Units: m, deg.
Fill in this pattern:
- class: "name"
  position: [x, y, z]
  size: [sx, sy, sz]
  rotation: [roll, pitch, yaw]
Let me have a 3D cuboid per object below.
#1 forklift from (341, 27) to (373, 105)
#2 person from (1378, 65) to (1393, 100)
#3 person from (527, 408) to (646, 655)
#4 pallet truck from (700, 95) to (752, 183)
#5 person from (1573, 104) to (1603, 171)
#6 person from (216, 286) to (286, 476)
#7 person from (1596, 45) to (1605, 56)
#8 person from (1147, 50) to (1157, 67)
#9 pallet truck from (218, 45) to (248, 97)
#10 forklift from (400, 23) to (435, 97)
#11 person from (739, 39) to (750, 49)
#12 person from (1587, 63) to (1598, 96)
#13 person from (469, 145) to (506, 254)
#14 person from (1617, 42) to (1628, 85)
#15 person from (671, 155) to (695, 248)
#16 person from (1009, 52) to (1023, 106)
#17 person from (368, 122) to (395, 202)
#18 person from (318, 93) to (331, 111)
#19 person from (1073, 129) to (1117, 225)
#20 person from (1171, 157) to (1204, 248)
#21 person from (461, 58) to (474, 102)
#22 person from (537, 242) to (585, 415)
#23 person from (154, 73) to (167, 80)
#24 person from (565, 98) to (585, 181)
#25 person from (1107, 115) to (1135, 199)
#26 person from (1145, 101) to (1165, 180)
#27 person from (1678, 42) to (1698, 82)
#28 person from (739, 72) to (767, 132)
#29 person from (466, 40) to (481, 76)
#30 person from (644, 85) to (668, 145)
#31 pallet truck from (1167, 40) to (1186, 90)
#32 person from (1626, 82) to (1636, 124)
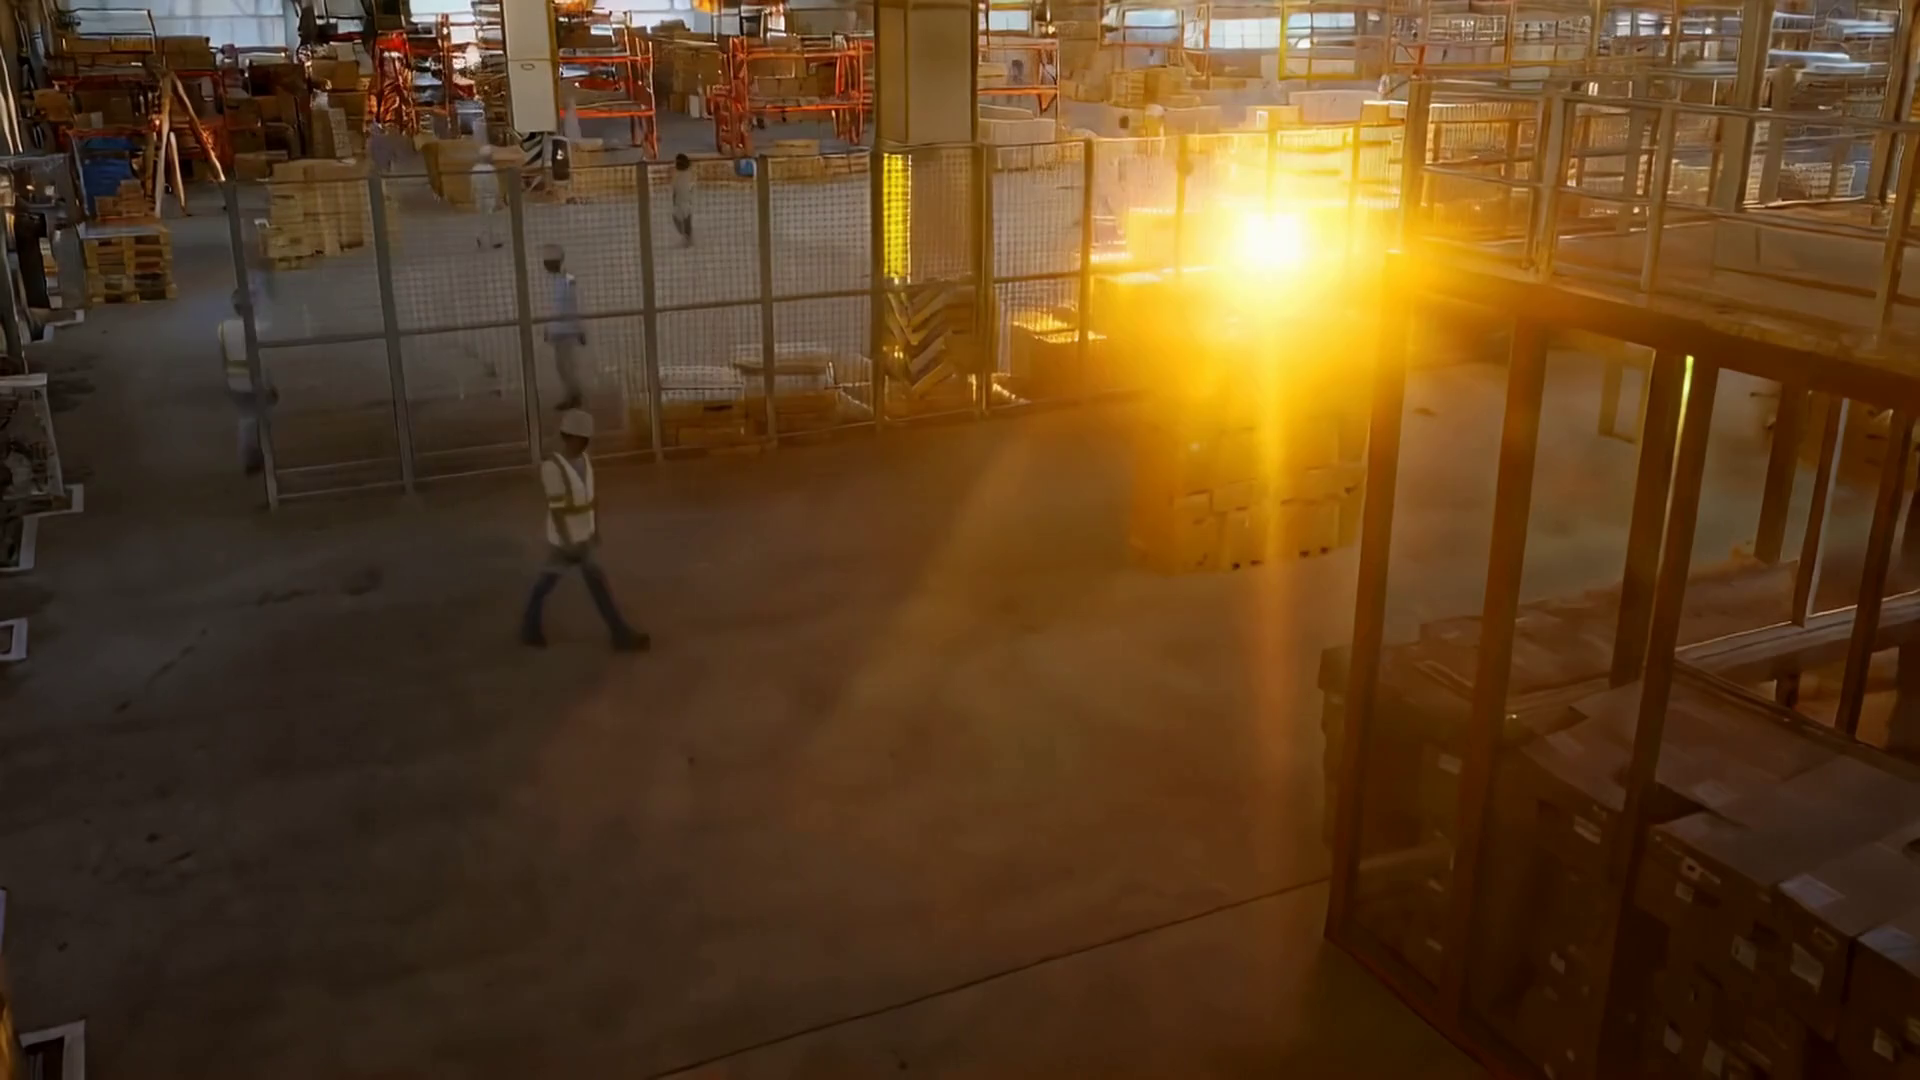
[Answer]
- class: "forklift"
  position: [-22.275, -17.346, 60.954]
  size: [1.873, 2.768, 1.129]
  rotation: [-9, 21, -25]
- class: "person"
  position: [13.667, -14.371, 53.765]
  size: [0.580, 1.937, 0.841]
  rotation: [10, 21, 27]
- class: "person"
  position: [-2.883, -0.065, 12.389]
  size: [1.015, 1.885, 0.547]
  rotation: [11, 22, 28]
- class: "pallet truck"
  position: [-5.836, -9.608, 39.856]
  size: [0.823, 1.965, 1.885]
  rotation: [10, 22, 27]
- class: "person"
  position: [14.257, -8.962, 37.964]
  size: [0.622, 2.005, 0.926]
  rotation: [-8, 20, -21]
- class: "person"
  position: [-7.111, -1.592, 16.715]
  size: [0.625, 1.928, 0.447]
  rotation: [6, 20, 18]
- class: "person"
  position: [29.658, -22.382, 77.131]
  size: [0.574, 1.830, 0.660]
  rotation: [-10, 21, -27]
- class: "person"
  position: [7.853, -19.130, 67.931]
  size: [0.551, 1.677, 0.490]
  rotation: [-10, 21, -27]
- class: "pallet truck"
  position: [-28.879, -18.665, 66.111]
  size: [0.823, 1.965, 1.885]
  rotation: [-3, 19, -9]
- class: "forklift"
  position: [-21.535, -18.997, 65.739]
  size: [1.129, 2.768, 1.873]
  rotation: [-7, 20, -18]
- class: "person"
  position: [-9.497, -21.125, 73.359]
  size: [0.590, 1.920, 0.399]
  rotation: [14, 23, 35]
- class: "person"
  position: [22.444, -16.078, 59.068]
  size: [0.321, 1.694, 0.529]
  rotation: [-2, 19, -6]
- class: "person"
  position: [-8.568, -6.140, 29.963]
  size: [0.586, 1.901, 0.879]
  rotation: [9, 21, 25]
- class: "person"
  position: [28.448, -20.398, 71.237]
  size: [0.626, 1.927, 0.546]
  rotation: [4, 19, 11]
- class: "person"
  position: [-5.033, -6.172, 30.355]
  size: [0.395, 1.684, 0.554]
  rotation: [15, 24, 37]
- class: "person"
  position: [2.060, -17.046, 61.527]
  size: [0.576, 1.919, 0.415]
  rotation: [-11, 22, -30]
- class: "person"
  position: [-12.577, -8.196, 36.183]
  size: [0.538, 1.729, 0.581]
  rotation: [-6, 20, -17]
- class: "person"
  position: [-17.857, -11.928, 46.747]
  size: [0.355, 1.887, 0.573]
  rotation: [-7, 20, -20]
- class: "person"
  position: [2.681, -7.159, 32.899]
  size: [0.851, 1.910, 0.638]
  rotation: [11, 22, 30]
- class: "person"
  position: [3.969, -5.796, 29.119]
  size: [0.982, 1.786, 0.661]
  rotation: [7, 20, 21]
- class: "person"
  position: [-16.951, -15.647, 57.472]
  size: [0.635, 1.928, 0.644]
  rotation: [2, 19, 5]
- class: "person"
  position: [-4.624, -2.410, 19.022]
  size: [0.663, 1.969, 0.649]
  rotation: [18, 26, 42]
- class: "person"
  position: [-27.513, -15.567, 57.326]
  size: [0.936, 1.893, 0.537]
  rotation: [4, 19, 10]
- class: "person"
  position: [-9.164, -9.603, 39.894]
  size: [0.564, 1.967, 0.645]
  rotation: [-11, 22, -28]
- class: "person"
  position: [3.594, -8.565, 37.125]
  size: [0.853, 1.808, 0.617]
  rotation: [18, 26, 42]
- class: "person"
  position: [4.708, -9.633, 40.113]
  size: [0.518, 1.876, 0.326]
  rotation: [7, 20, 19]
- class: "person"
  position: [31.298, -20.457, 71.529]
  size: [0.661, 1.852, 1.011]
  rotation: [0, 19, 0]
- class: "person"
  position: [-6.486, -13.646, 51.853]
  size: [0.854, 1.818, 0.507]
  rotation: [6, 20, 18]
- class: "person"
  position: [-20.985, -20.608, 71.829]
  size: [0.627, 1.941, 0.371]
  rotation: [7, 20, 21]
- class: "person"
  position: [-8.826, -12.228, 47.875]
  size: [0.872, 1.700, 0.508]
  rotation: [16, 25, 39]
- class: "pallet truck"
  position: [9.045, -19.971, 69.895]
  size: [0.823, 1.965, 1.885]
  rotation: [-3, 19, -8]
- class: "person"
  position: [22.317, -14.516, 54.596]
  size: [0.875, 1.657, 0.538]
  rotation: [-13, 23, -33]
